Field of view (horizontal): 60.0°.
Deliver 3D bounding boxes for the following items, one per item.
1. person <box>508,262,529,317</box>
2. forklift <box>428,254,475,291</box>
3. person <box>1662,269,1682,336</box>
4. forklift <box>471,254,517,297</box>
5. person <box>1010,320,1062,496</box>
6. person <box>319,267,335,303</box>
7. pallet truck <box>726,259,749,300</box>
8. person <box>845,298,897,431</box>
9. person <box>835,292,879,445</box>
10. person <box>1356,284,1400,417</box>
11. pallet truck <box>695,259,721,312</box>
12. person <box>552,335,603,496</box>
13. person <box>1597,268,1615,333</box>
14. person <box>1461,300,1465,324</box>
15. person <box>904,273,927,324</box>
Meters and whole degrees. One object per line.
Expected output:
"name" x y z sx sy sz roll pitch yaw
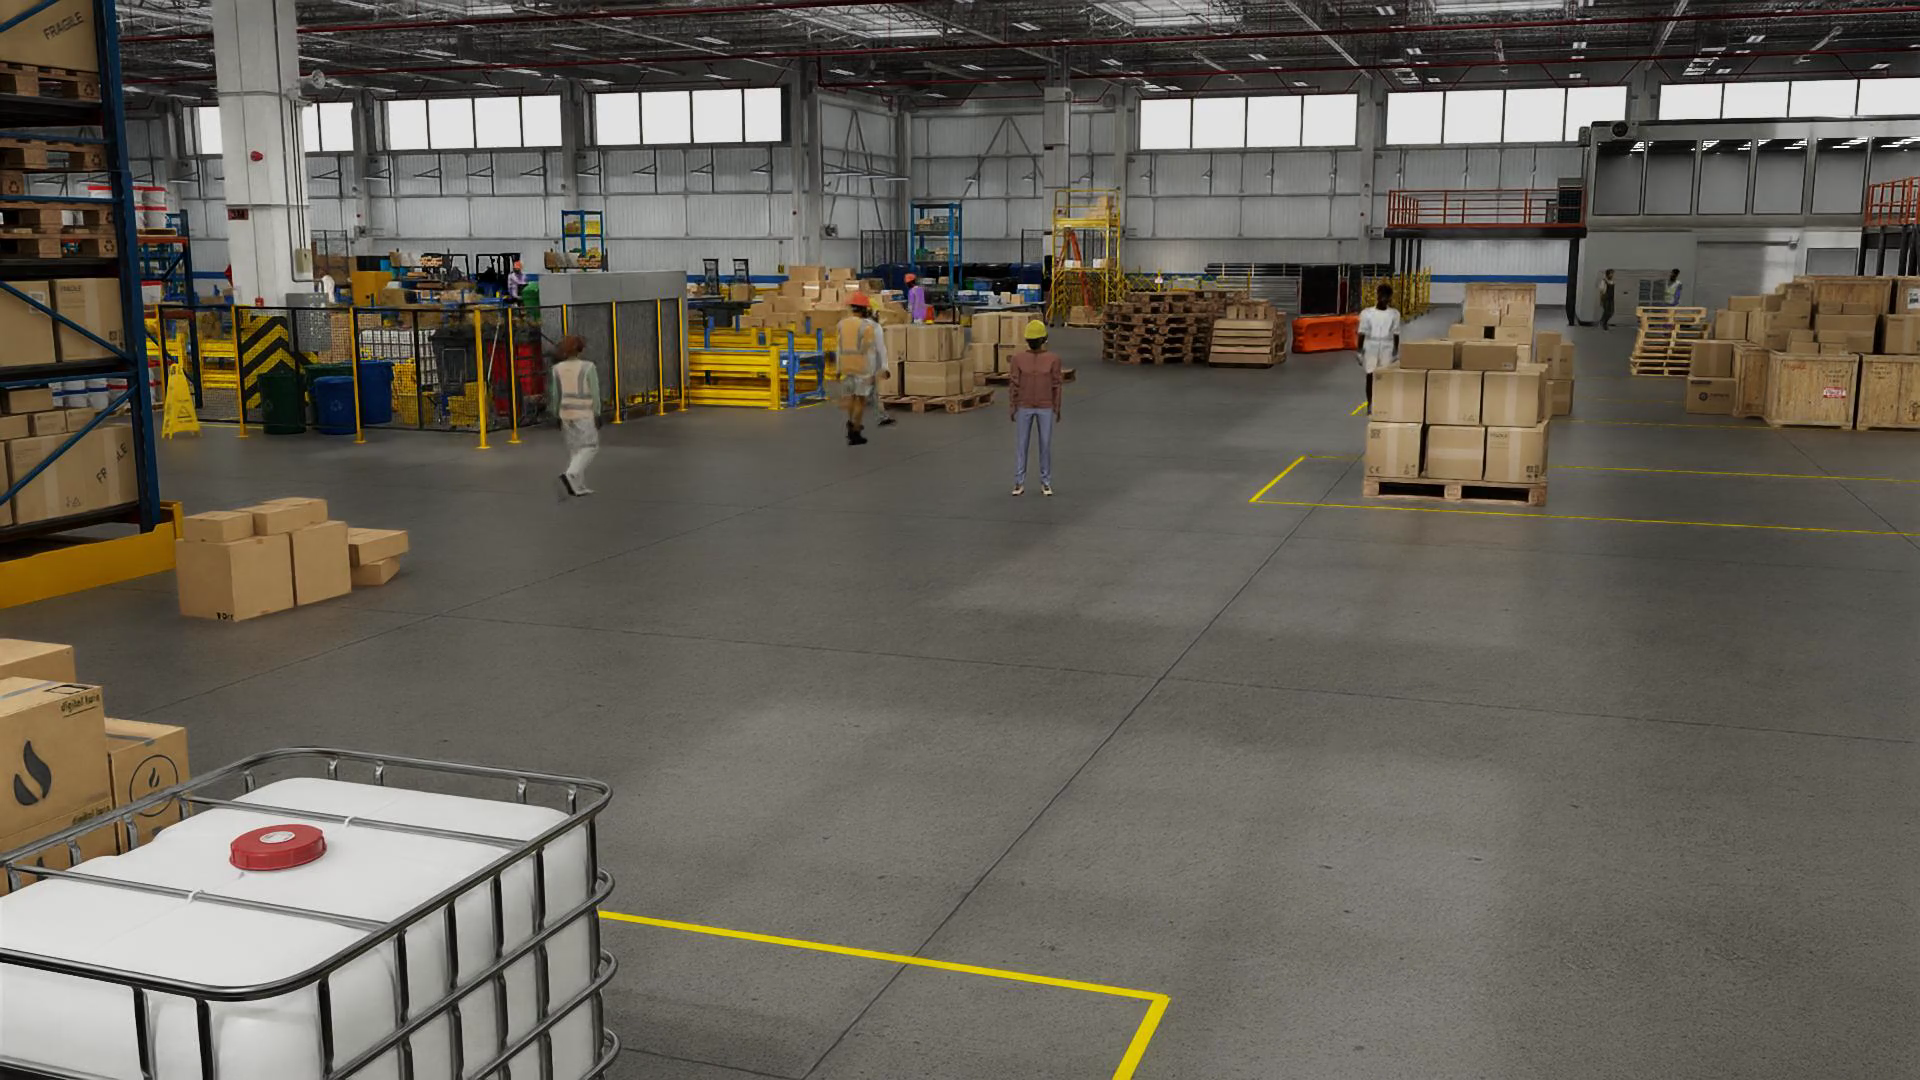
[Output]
"person" -12.872 -7.101 48.555 0.660 2.020 0.555 -7 12 -34
"forklift" -20.133 -10.254 65.465 1.157 1.987 2.680 3 11 19
"person" 18.898 -6.264 44.248 0.353 1.870 0.795 -2 10 -12
"forklift" -17.990 -10.121 64.684 1.157 1.987 2.680 3 11 17
"person" 0.759 -1.313 16.621 0.526 1.761 0.337 0 10 3
"person" -17.576 -6.629 46.192 0.399 1.897 0.664 0 10 0
"pallet truck" -7.986 -9.493 62.019 0.823 1.965 1.885 3 11 17
"person" -1.233 -2.382 22.591 0.944 1.784 0.618 -8 13 -39
"person" -1.264 -2.156 20.922 0.584 1.914 0.549 6 12 32
"person" 6.059 -2.735 24.131 0.634 1.943 0.487 1 10 6
"pallet truck" -9.165 -9.627 62.776 0.823 1.965 1.885 4 11 23
"person" -3.808 -1.212 16.422 0.535 1.620 0.538 4 11 23
"person" 18.380 -6.796 47.294 0.531 1.832 0.470 -5 11 -28
"person" 9.363 -3.746 30.144 0.946 1.819 0.543 -9 14 -43
"person" -1.027 -4.901 36.499 0.932 1.872 0.621 5 11 24
